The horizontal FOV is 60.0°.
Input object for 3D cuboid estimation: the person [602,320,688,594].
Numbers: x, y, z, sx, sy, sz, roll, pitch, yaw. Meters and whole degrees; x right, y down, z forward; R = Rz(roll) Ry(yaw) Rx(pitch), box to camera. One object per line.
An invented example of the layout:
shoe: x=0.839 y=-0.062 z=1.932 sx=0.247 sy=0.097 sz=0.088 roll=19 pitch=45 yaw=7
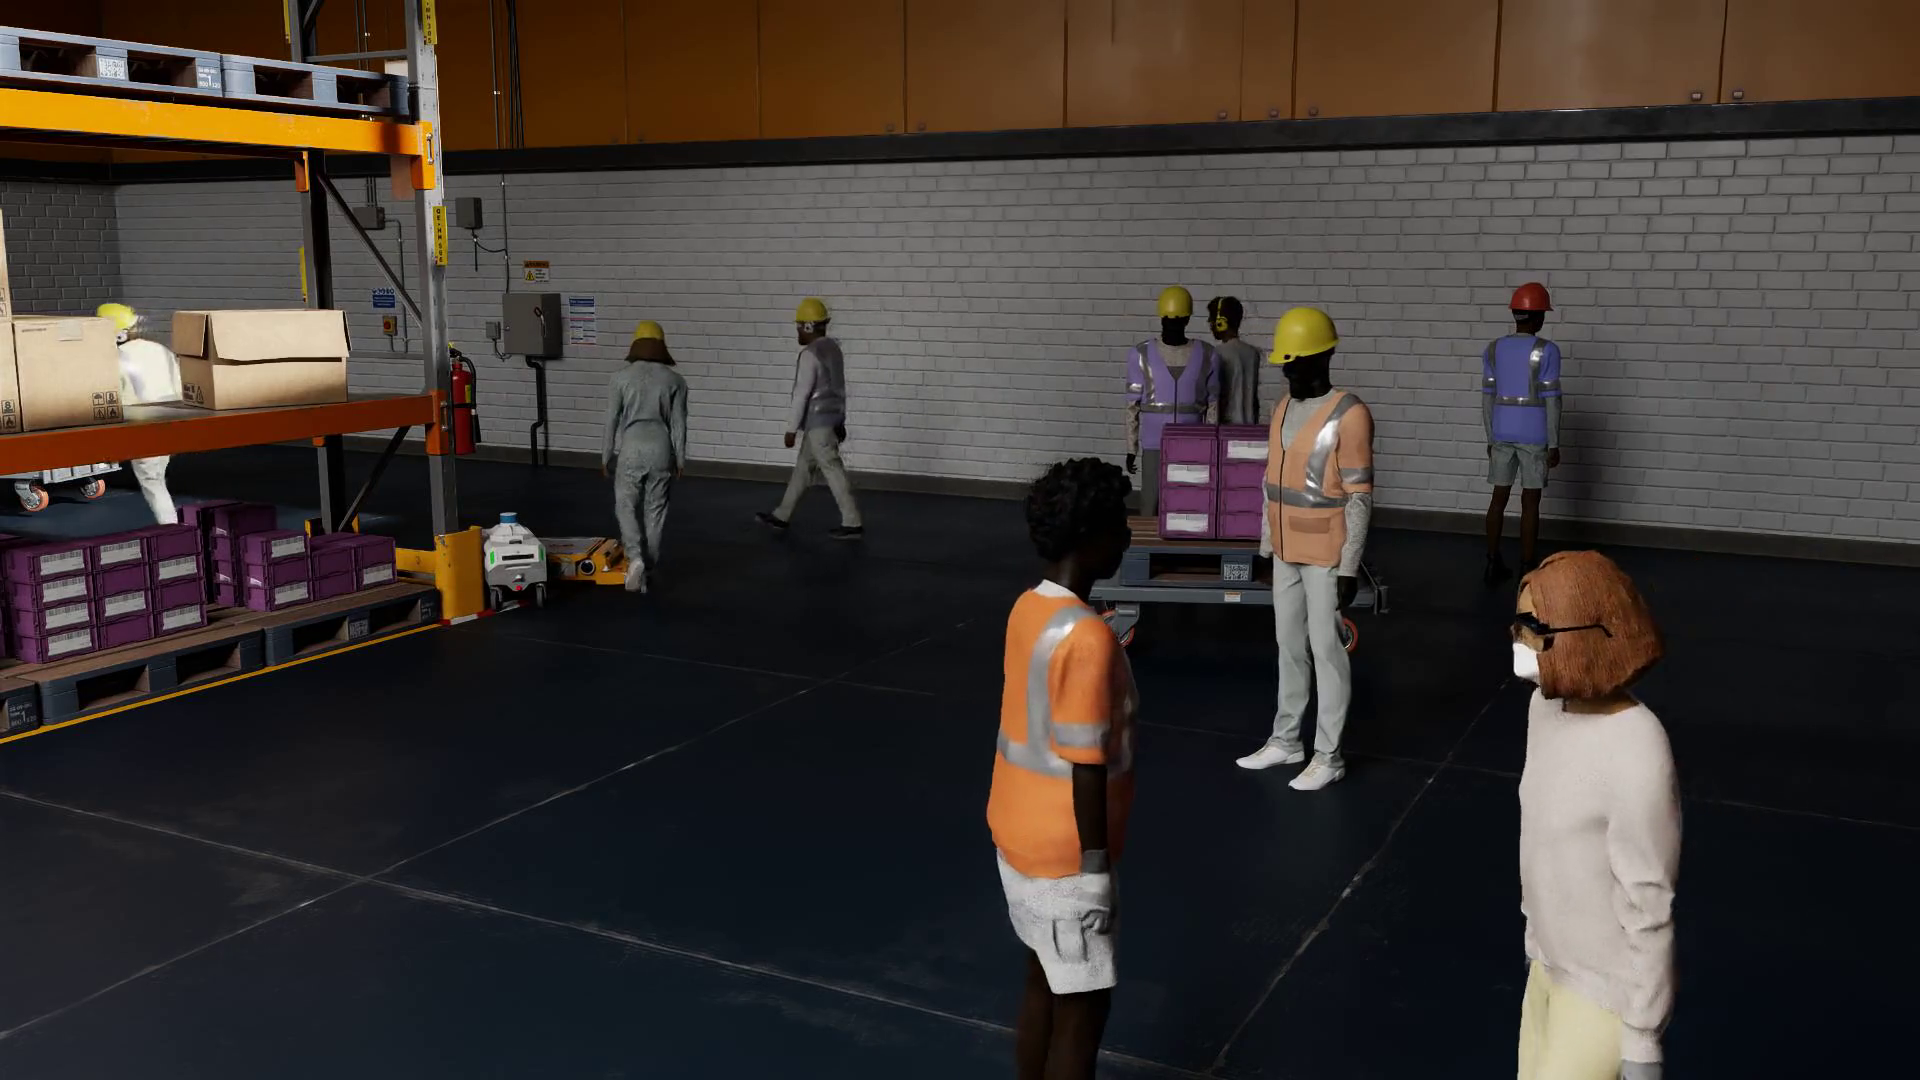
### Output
person: x=-1.936 y=-0.497 z=10.295 sx=0.536 sy=1.707 sz=0.549 roll=-3 pitch=10 yaw=-16

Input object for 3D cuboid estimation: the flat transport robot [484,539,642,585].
flat transport robot: x=-2.810 y=0.132 z=10.827 sx=1.431 sy=0.197 sz=0.652 roll=0 pitch=10 yaw=-1

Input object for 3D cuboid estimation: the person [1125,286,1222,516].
person: x=1.317 y=-0.602 z=10.294 sx=0.591 sy=1.923 sz=0.381 roll=0 pitch=10 yaw=2

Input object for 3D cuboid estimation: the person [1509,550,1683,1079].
person: x=1.226 y=0.804 z=3.058 sx=0.589 sy=1.607 sz=0.512 roll=0 pitch=10 yaw=-1

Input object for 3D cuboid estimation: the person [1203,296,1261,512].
person: x=1.783 y=-0.638 z=10.710 sx=0.550 sy=1.852 sz=0.599 roll=-9 pitch=13 yaw=-41

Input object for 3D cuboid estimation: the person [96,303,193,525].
person: x=-5.572 y=-0.724 z=11.386 sx=0.577 sy=1.787 sz=0.611 roll=3 pitch=10 yaw=15

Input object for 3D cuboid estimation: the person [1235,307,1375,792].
person: x=1.376 y=0.038 z=6.612 sx=0.391 sy=1.917 sz=0.586 roll=-5 pitch=11 yaw=-25

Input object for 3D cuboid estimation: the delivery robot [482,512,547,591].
delivery robot: x=-2.719 y=0.076 z=10.056 sx=0.477 sy=0.478 sz=0.707 roll=-4 pitch=11 yaw=-22

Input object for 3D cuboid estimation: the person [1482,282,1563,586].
person: x=3.603 y=-0.670 z=10.653 sx=0.354 sy=1.939 sz=0.544 roll=-8 pitch=13 yaw=-39

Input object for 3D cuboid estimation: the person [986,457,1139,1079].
person: x=0.238 y=0.661 z=3.660 sx=0.342 sy=1.695 sz=0.547 roll=-2 pitch=10 yaw=-10

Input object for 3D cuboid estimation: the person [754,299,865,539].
person: x=-1.114 y=-0.892 z=12.384 sx=0.917 sy=1.780 sz=0.619 roll=2 pitch=10 yaw=14
